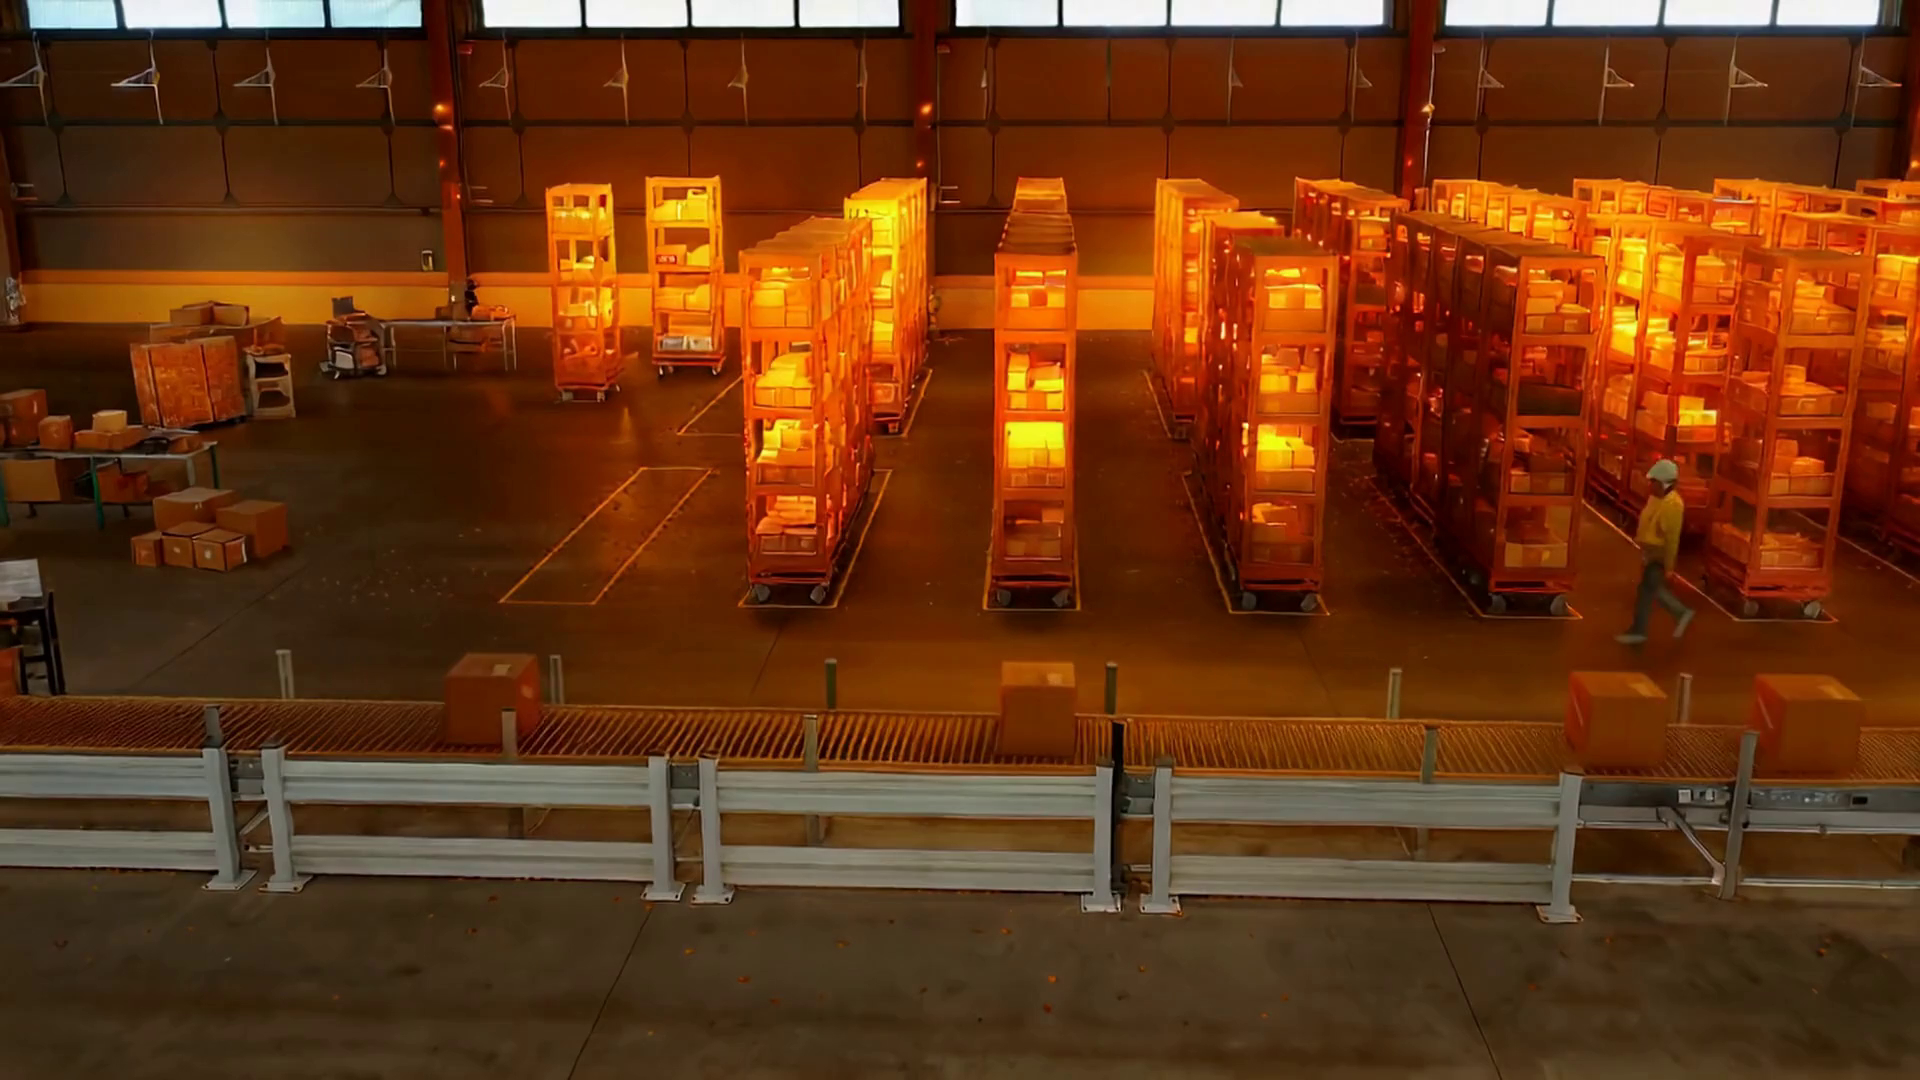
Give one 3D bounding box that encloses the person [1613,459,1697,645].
[{"bbox_3d":[6.616,0.118,15.658,0.676,1.817,0.602,3,15,11],"label":"person"}]
